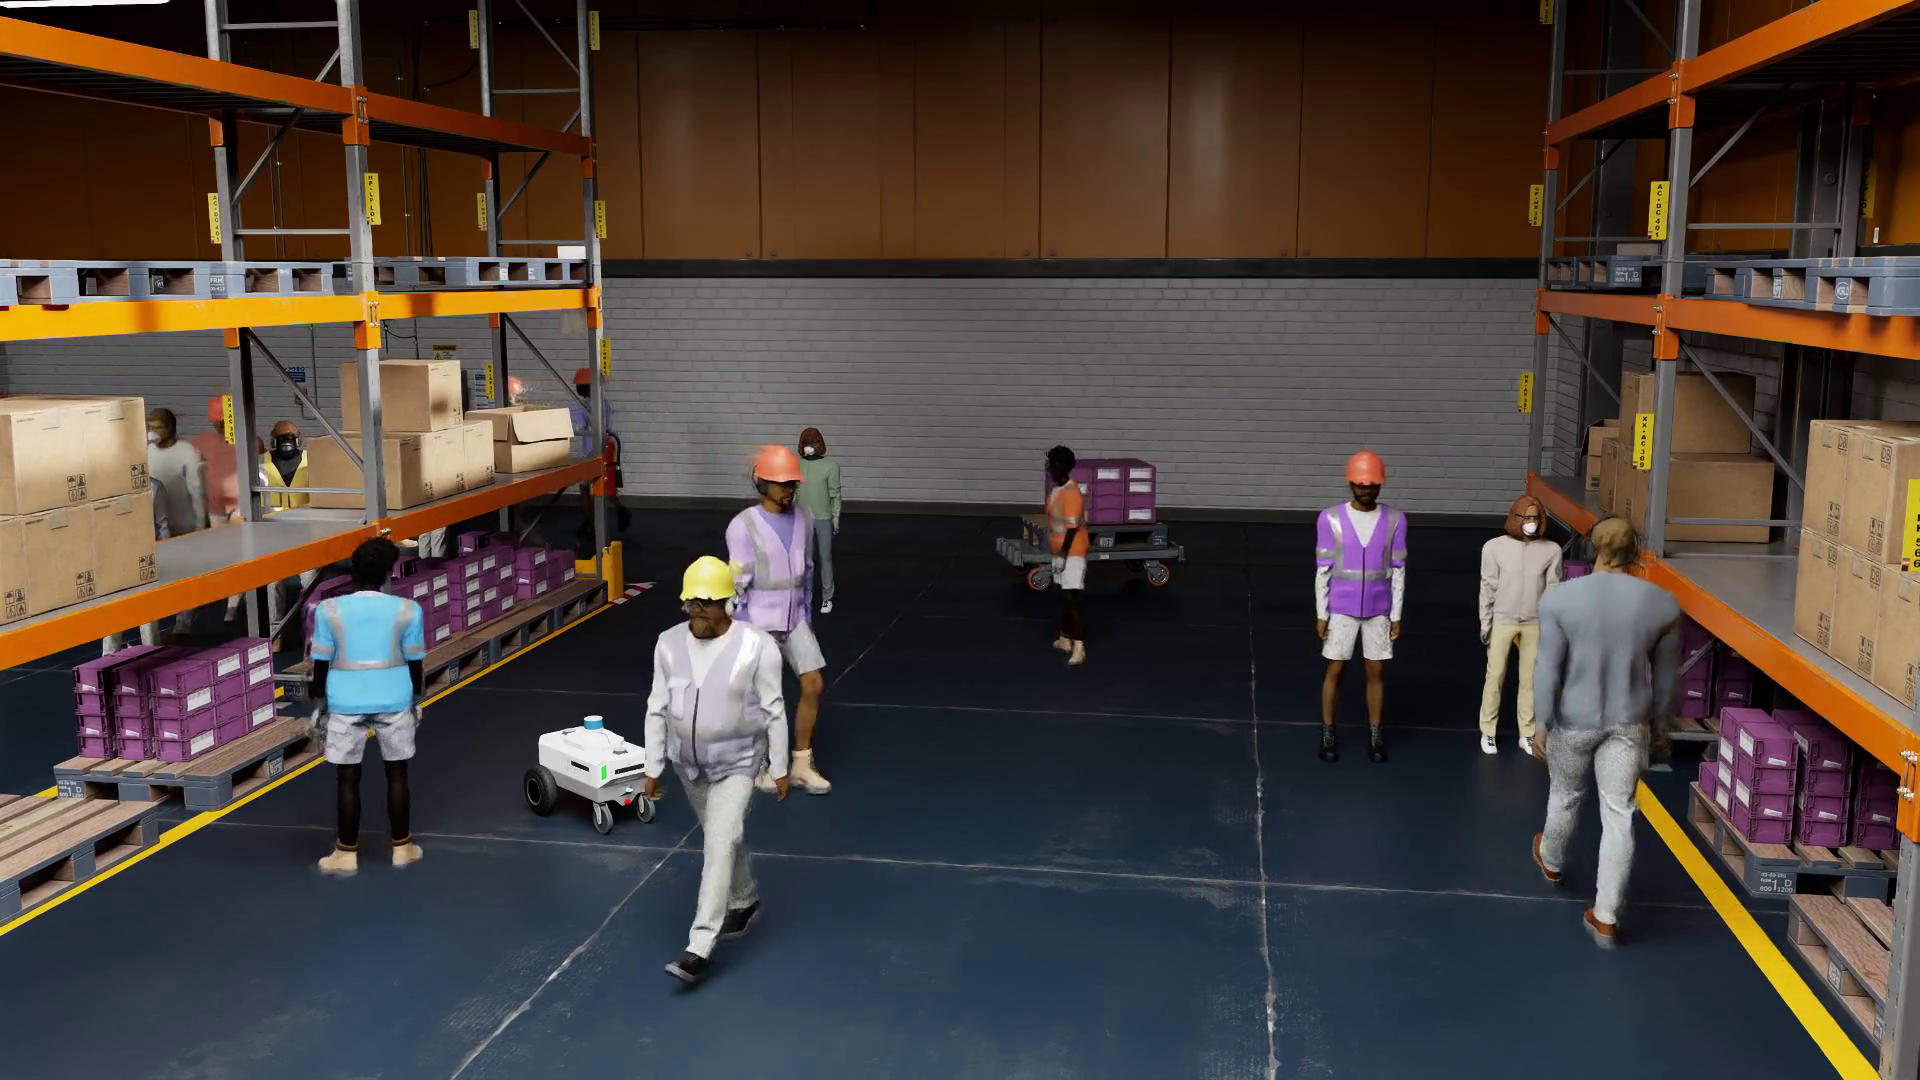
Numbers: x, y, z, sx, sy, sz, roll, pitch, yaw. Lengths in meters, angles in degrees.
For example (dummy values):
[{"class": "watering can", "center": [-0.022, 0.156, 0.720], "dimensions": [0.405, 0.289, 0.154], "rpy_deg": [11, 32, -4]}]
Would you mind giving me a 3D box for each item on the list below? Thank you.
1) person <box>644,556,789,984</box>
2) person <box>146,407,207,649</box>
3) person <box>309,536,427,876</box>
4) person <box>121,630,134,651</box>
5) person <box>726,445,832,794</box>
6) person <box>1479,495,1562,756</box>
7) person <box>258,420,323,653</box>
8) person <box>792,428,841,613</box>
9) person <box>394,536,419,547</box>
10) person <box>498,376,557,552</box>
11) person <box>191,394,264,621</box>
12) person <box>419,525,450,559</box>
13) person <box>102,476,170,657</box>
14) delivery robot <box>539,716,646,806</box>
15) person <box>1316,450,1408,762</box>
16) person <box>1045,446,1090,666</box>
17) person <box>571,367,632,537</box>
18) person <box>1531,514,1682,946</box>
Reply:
[{"class": "person", "center": [-1.082, 0.953, 7.147], "dimensions": [0.617, 1.781, 0.945], "rpy_deg": [3, 10, 20]}, {"class": "person", "center": [-6.267, -0.112, 13.315], "dimensions": [0.632, 1.926, 0.561], "rpy_deg": [2, 10, 15]}, {"class": "person", "center": [-2.967, 0.833, 8.260], "dimensions": [0.633, 1.678, 0.324], "rpy_deg": [-3, 10, -20]}, {"class": "person", "center": [-6.404, 0.004, 12.639], "dimensions": [0.410, 1.909, 0.642], "rpy_deg": [-4, 10, -25]}, {"class": "person", "center": [-0.985, 0.474, 9.391], "dimensions": [0.654, 2.014, 0.746], "rpy_deg": [-9, 13, -44]}, {"class": "person", "center": [3.449, 0.527, 10.279], "dimensions": [0.498, 1.627, 0.277], "rpy_deg": [0, 9, 3]}, {"class": "person", "center": [-5.259, -0.029, 13.085], "dimensions": [0.622, 1.835, 0.430], "rpy_deg": [-4, 10, -21]}, {"class": "person", "center": [-1.287, -0.172, 14.563], "dimensions": [0.509, 1.631, 0.269], "rpy_deg": [3, 10, 16]}, {"class": "person", "center": [-6.085, -0.848, 18.092], "dimensions": [0.429, 1.844, 0.627], "rpy_deg": [-1, 9, -7]}, {"class": "person", "center": [-4.304, -0.610, 16.199], "dimensions": [0.536, 1.977, 0.638], "rpy_deg": [-2, 9, -14]}, {"class": "person", "center": [-6.365, -0.321, 14.545], "dimensions": [0.641, 1.953, 0.931], "rpy_deg": [-1, 9, -7]}, {"class": "person", "center": [-4.789, -0.399, 15.189], "dimensions": [0.342, 1.882, 0.586], "rpy_deg": [-8, 12, -42]}, {"class": "person", "center": [-6.029, 0.141, 12.016], "dimensions": [0.586, 1.835, 0.404], "rpy_deg": [-3, 10, -17]}, {"class": "delivery robot", "center": [-1.996, 1.206, 9.093], "dimensions": [0.477, 0.478, 0.707], "rpy_deg": [-9, 13, -43]}, {"class": "person", "center": [2.427, 0.412, 10.077], "dimensions": [0.546, 1.927, 0.410], "rpy_deg": [1, 9, 6]}, {"class": "person", "center": [0.803, 0.091, 12.839], "dimensions": [0.338, 1.672, 0.668], "rpy_deg": [-2, 9, -11]}, {"class": "person", "center": [-4.053, -0.968, 18.591], "dimensions": [0.653, 1.920, 0.566], "rpy_deg": [6, 11, 31]}, {"class": "person", "center": [2.944, 0.813, 7.679], "dimensions": [0.660, 1.889, 0.999], "rpy_deg": [1, 9, 9]}]
